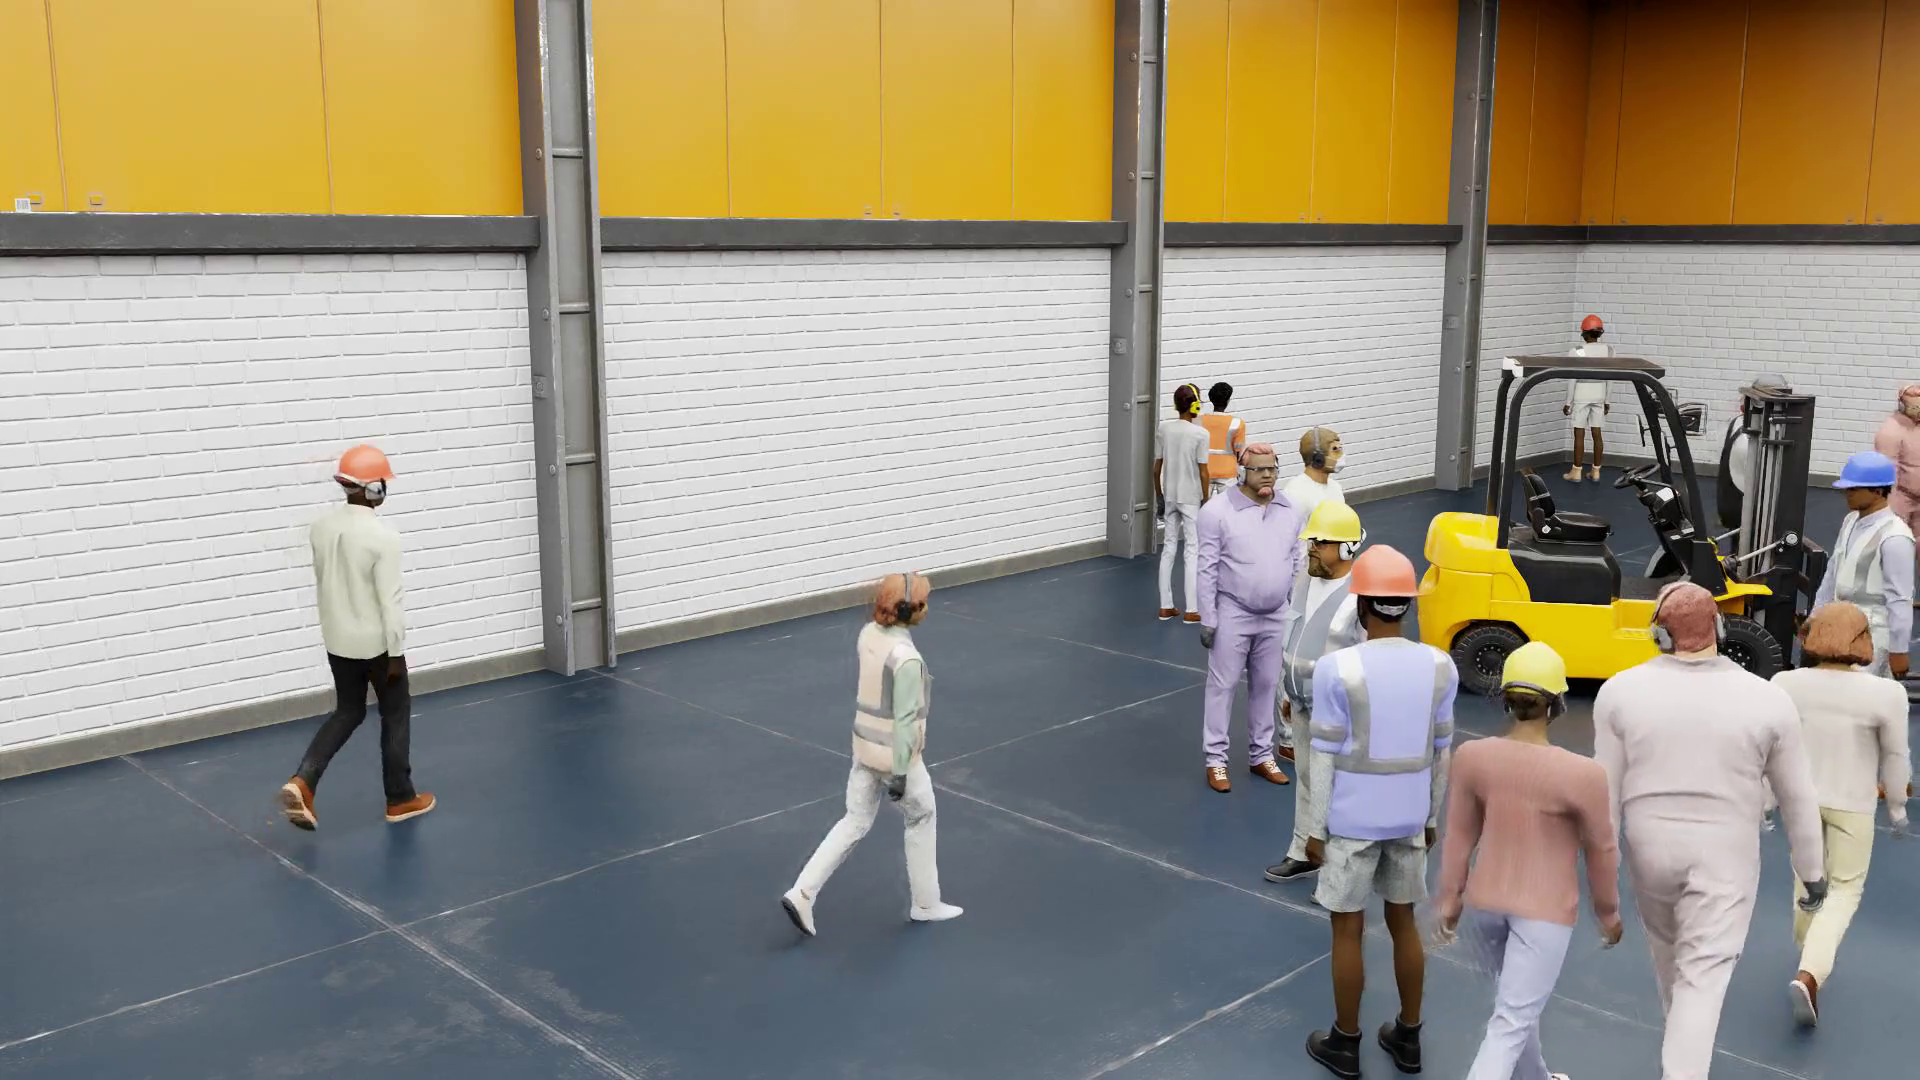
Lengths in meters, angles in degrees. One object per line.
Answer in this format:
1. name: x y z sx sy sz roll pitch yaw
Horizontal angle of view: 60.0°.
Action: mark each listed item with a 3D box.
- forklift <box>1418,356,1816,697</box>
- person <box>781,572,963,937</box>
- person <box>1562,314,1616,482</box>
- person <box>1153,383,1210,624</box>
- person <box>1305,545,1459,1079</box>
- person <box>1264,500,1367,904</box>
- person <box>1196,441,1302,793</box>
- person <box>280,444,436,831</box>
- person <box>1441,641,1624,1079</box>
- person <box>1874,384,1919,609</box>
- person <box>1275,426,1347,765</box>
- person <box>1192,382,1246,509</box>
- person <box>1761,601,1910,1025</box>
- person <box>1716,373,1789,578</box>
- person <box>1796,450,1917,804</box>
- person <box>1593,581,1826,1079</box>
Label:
1. forklift: 4.276 -0.101 11.076 2.313 2.155 1.214 2 11 13
2. person: -0.369 0.922 7.101 0.786 1.606 0.512 -6 12 -32
3. person: 7.673 -1.726 20.338 0.608 2.048 0.370 -2 11 -10
4. person: 1.739 -0.287 12.973 0.514 1.872 0.332 9 14 41
5. person: 1.479 0.976 5.959 0.543 1.927 0.397 -3 11 -16
6. person: 1.660 0.727 7.544 0.403 1.835 0.588 -6 12 -28
7. person: 1.593 0.413 9.057 0.636 1.911 0.406 -4 11 -19
8. person: -3.046 0.511 8.334 0.615 1.975 0.751 5 11 25
9. person: 1.810 1.186 5.402 0.947 1.712 0.514 -8 13 -38
10. person: 7.432 -0.308 13.114 0.706 1.865 0.419 -8 13 -36
11. person: 2.017 0.316 9.501 0.372 1.940 0.630 7 12 33
12. person: 2.335 -0.587 15.102 0.532 1.691 0.318 4 11 19
13. person: 3.363 1.037 6.473 0.510 1.606 0.751 10 14 43
14. person: 5.889 -0.215 12.115 0.701 2.000 0.714 1 10 6
15. person: 4.638 0.477 8.727 0.963 1.901 0.634 2 11 11
16. person: 2.508 1.077 5.638 0.732 1.847 1.028 6 12 29
